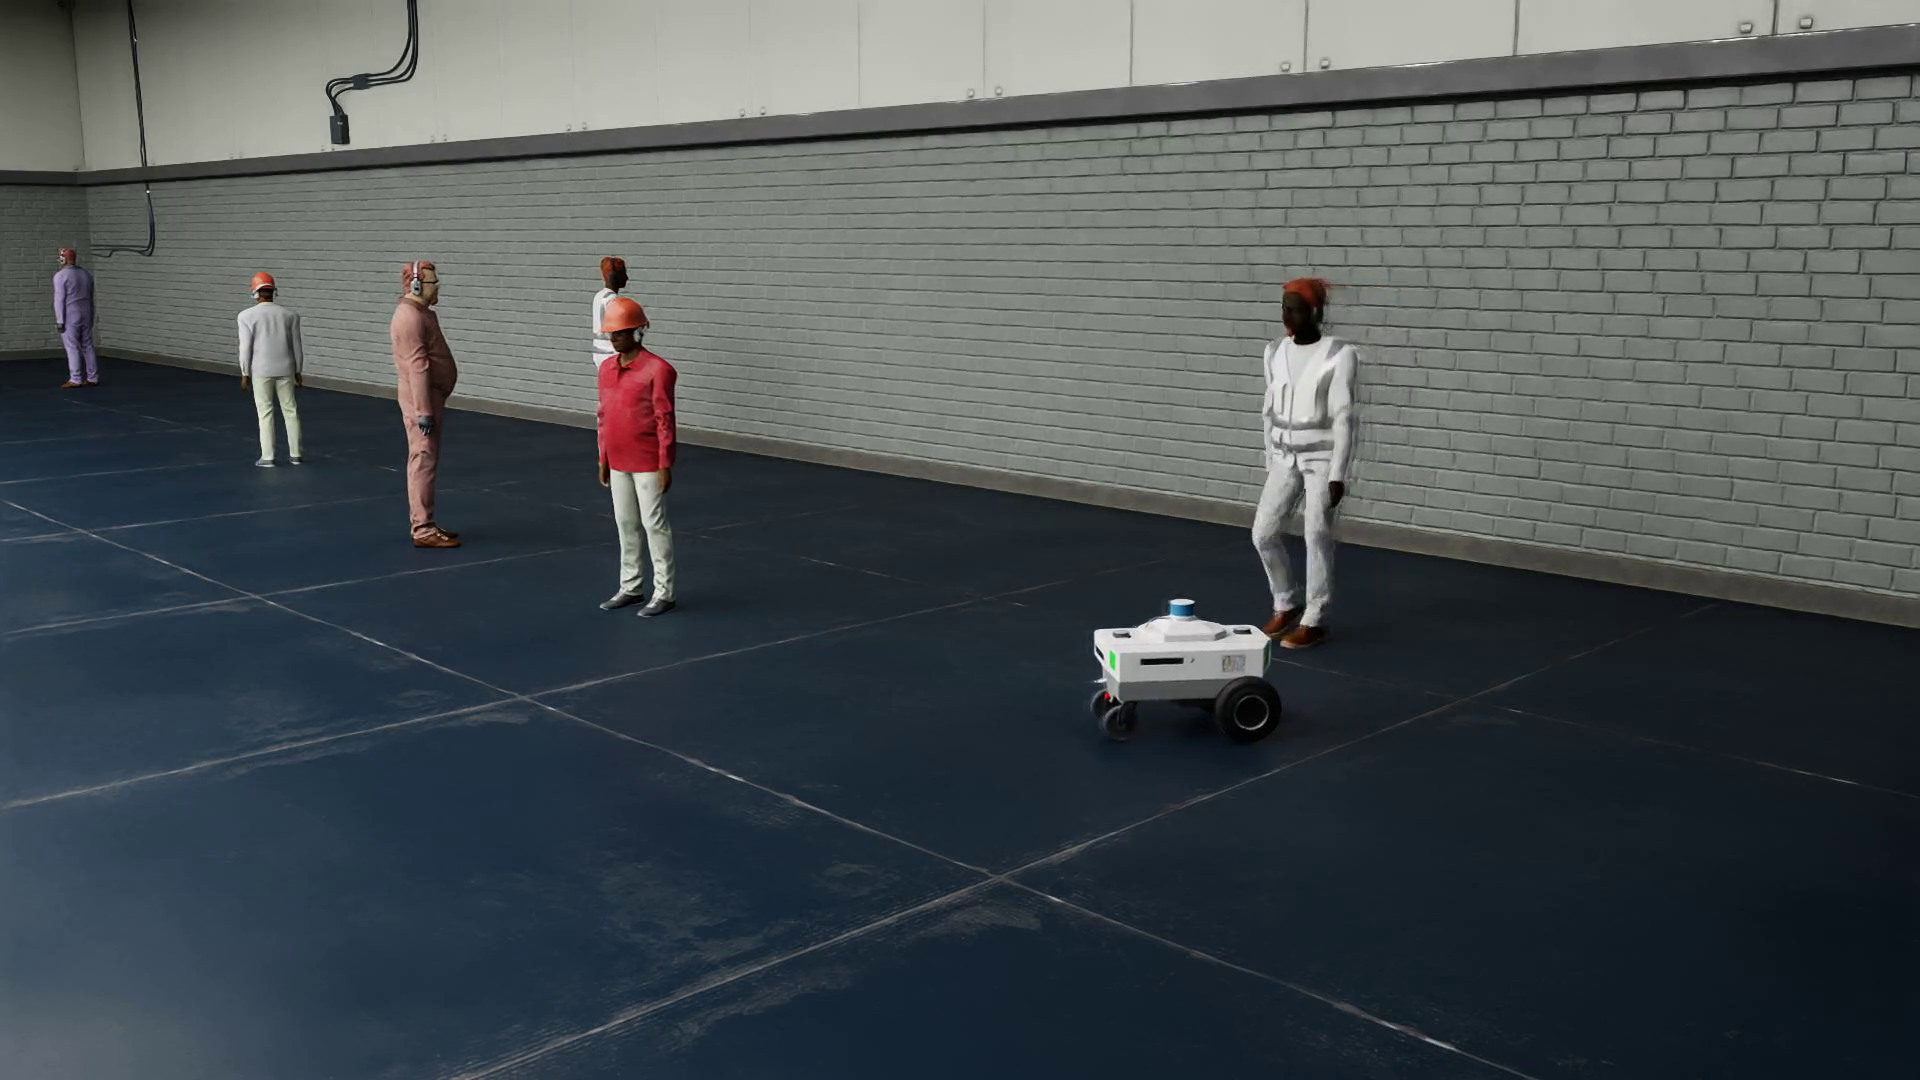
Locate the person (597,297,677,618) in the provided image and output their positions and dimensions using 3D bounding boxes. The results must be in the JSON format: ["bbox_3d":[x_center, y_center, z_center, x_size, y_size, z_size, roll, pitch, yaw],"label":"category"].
[{"bbox_3d":[-1.792,-0.450,9.113,0.571,1.743,0.351,8,13,36],"label":"person"}]

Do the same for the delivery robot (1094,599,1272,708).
[{"bbox_3d":[0.924,0.491,6.964,0.707,0.478,0.477,-1,11,-7],"label":"delivery robot"}]

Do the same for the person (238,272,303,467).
[{"bbox_3d":[-6.226,-1.538,15.021,0.573,1.747,0.345,-10,14,-43],"label":"person"}]

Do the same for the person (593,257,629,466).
[{"bbox_3d":[-3.096,-1.576,14.862,0.337,1.882,0.584,-5,12,-26],"label":"person"}]

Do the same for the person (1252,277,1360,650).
[{"bbox_3d":[1.718,-0.365,8.300,0.439,1.866,0.590,-10,14,-42],"label":"person"}]

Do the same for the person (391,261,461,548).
[{"bbox_3d":[-3.564,-0.902,11.131,0.408,1.906,0.653,-3,11,-18],"label":"person"}]

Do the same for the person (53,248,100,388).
[{"bbox_3d":[-12.153,-3.039,22.810,0.401,1.900,0.639,3,11,16],"label":"person"}]
